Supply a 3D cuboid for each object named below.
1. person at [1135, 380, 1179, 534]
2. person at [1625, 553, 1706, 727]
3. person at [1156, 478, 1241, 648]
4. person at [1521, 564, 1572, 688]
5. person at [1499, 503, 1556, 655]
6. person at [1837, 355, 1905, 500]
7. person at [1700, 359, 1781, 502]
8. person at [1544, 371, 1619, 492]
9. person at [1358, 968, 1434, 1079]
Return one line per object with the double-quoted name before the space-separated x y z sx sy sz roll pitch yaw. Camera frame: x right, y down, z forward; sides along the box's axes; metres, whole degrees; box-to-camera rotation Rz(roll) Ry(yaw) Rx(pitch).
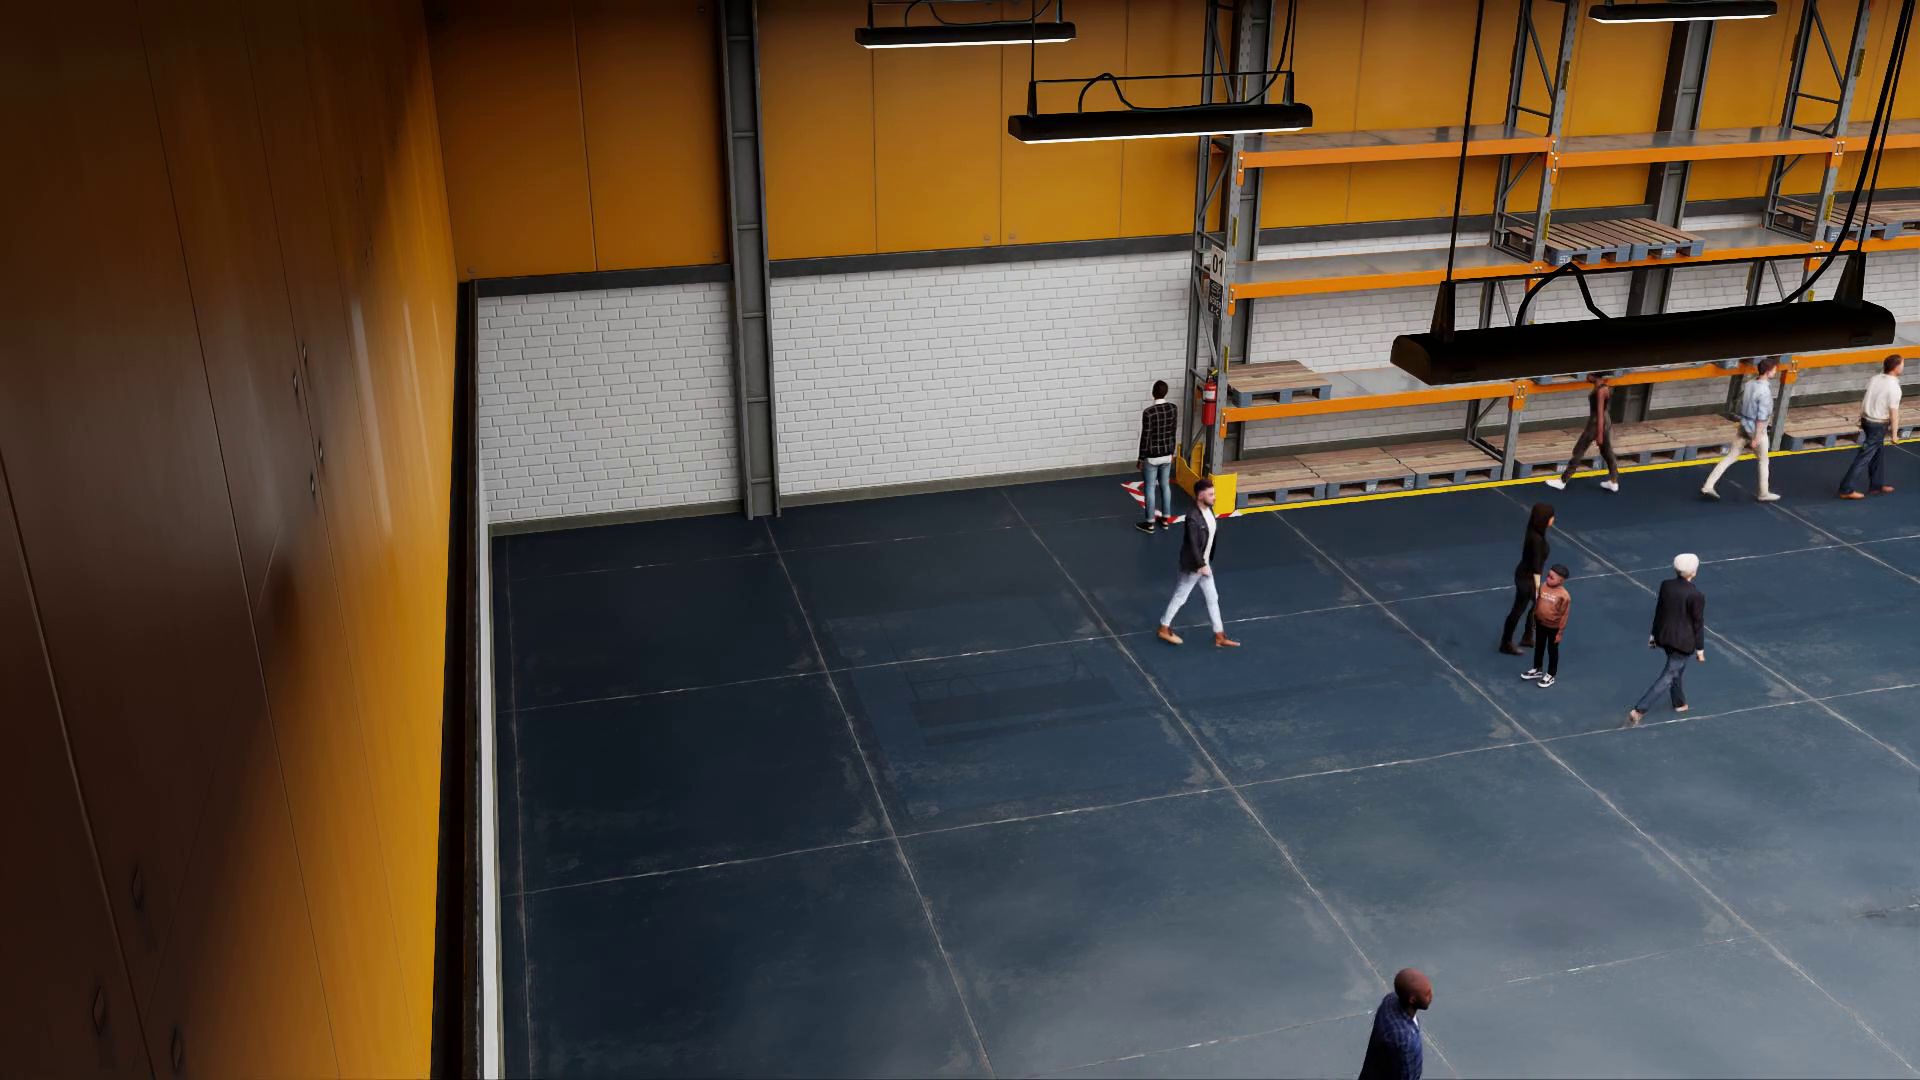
"person" 2.301 -0.978 19.322 0.588 1.821 0.774 -13 27 -27
"person" 6.540 0.991 15.267 1.135 1.741 0.783 -8 25 -18
"person" 2.260 0.239 16.559 1.164 1.804 1.134 15 28 31
"person" 5.670 0.799 15.964 0.544 1.253 0.568 -14 27 -29
"person" 5.535 0.385 16.448 0.805 1.625 0.754 6 24 14
"person" 10.999 -1.360 20.179 1.044 1.834 0.849 0 24 0
"person" 9.454 -1.300 20.072 1.240 1.810 0.771 -2 24 -5
"person" 7.866 -1.335 20.358 1.215 1.645 1.063 11 26 24
"person" 2.418 3.241 9.684 0.887 1.809 0.826 5 24 12
